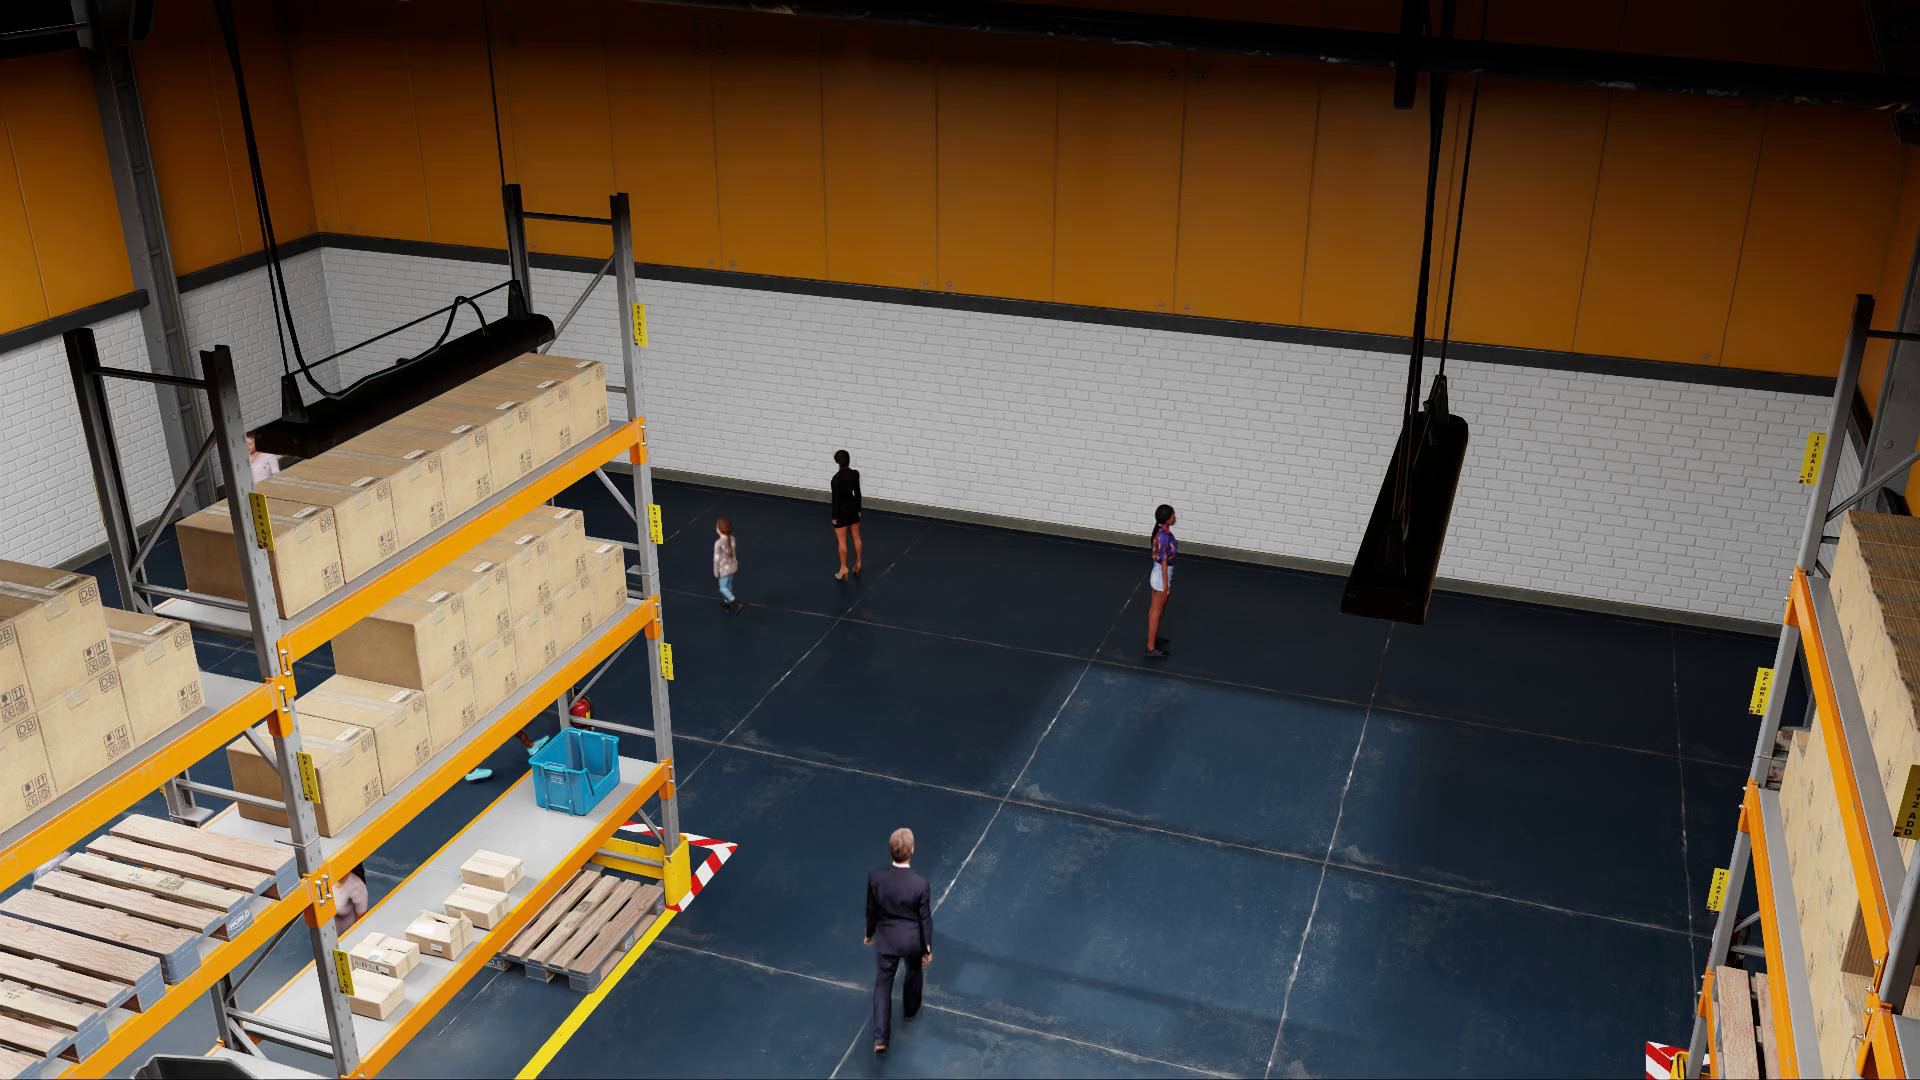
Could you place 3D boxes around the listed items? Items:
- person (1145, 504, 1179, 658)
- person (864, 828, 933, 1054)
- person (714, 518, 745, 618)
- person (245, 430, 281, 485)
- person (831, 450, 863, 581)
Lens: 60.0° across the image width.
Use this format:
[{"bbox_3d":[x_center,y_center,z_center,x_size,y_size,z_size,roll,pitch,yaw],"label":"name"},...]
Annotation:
[{"bbox_3d":[2.182,0.422,18.107,0.701,1.741,0.559,1,24,3],"label":"person"},{"bbox_3d":[-0.476,2.960,12.243,0.793,1.786,1.155,5,24,11],"label":"person"},{"bbox_3d":[-2.647,0.326,19.022,0.693,1.184,0.731,19,30,37],"label":"person"},{"bbox_3d":[-8.532,-0.596,20.509,0.695,1.681,0.657,3,24,7],"label":"person"},{"bbox_3d":[-1.357,-0.305,19.896,0.658,1.640,0.735,-18,29,-35],"label":"person"}]
